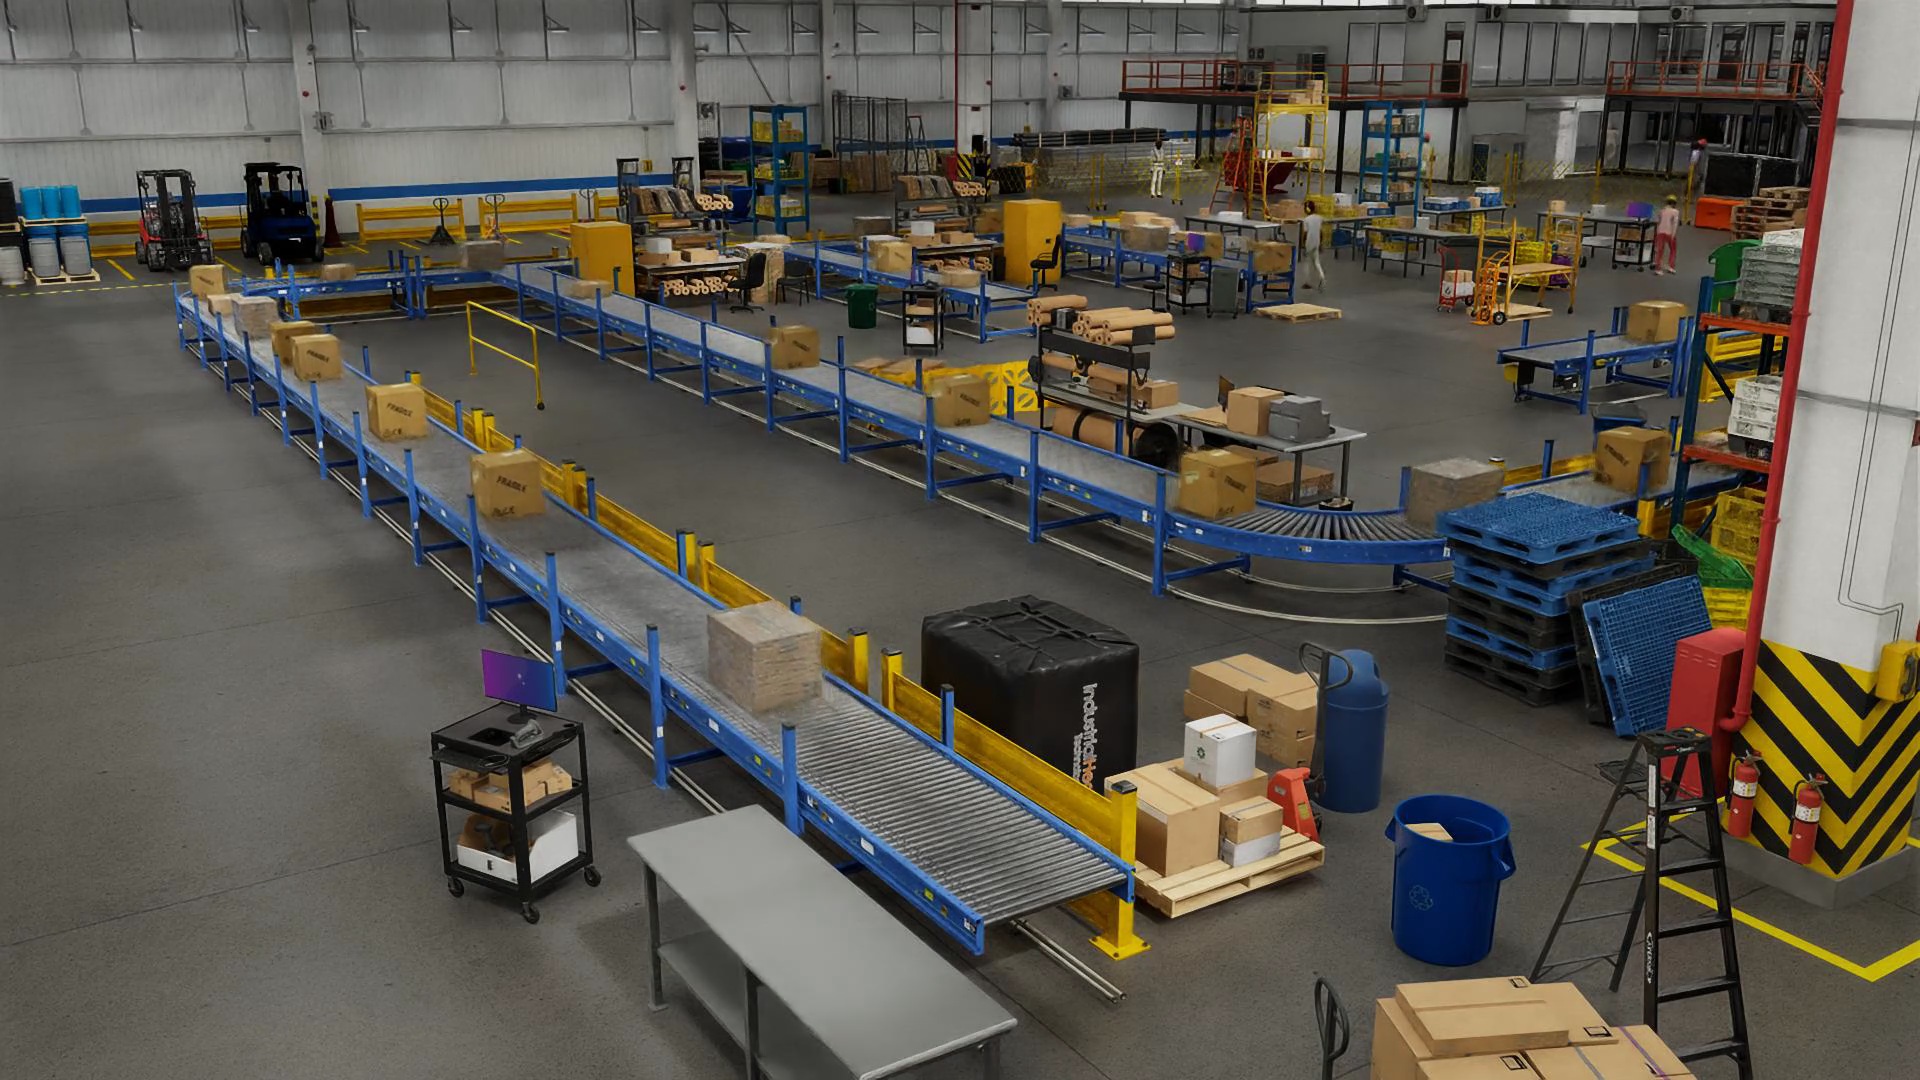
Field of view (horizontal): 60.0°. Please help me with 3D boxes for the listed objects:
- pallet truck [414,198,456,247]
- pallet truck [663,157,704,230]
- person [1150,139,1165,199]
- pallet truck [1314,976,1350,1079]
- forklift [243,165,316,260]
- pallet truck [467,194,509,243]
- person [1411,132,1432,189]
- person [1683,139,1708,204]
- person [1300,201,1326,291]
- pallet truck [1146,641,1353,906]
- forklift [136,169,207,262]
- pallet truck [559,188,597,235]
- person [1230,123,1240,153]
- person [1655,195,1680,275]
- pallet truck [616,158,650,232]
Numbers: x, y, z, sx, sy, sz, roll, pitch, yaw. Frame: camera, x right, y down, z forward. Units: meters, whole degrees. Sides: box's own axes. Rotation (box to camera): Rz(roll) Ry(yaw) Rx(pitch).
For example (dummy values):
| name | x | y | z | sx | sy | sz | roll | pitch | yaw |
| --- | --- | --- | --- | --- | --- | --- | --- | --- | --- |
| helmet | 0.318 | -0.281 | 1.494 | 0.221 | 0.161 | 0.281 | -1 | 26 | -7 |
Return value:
| name | x | y | z | sx | sy | sz | roll | pitch | yaw |
| --- | --- | --- | --- | --- | --- | --- | --- | --- | --- |
| pallet truck | -13.250 | -8.060 | 41.856 | 0.680 | 1.201 | 1.601 | -10 | 20 | -31 |
| pallet truck | -7.586 | -9.308 | 44.692 | 0.823 | 1.965 | 1.885 | -11 | 20 | -33 |
| person | 6.412 | -12.028 | 53.941 | 0.583 | 1.882 | 0.350 | -11 | 20 | -31 |
| pallet truck | 2.299 | 2.390 | 7.086 | 1.601 | 1.201 | 0.680 | -2 | 17 | -7 |
| forklift | -15.898 | -7.669 | 38.708 | 1.157 | 1.987 | 2.680 | -11 | 20 | -33 |
| pallet truck | -11.983 | -8.177 | 42.137 | 0.704 | 1.261 | 1.522 | -11 | 20 | -33 |
| person | 16.029 | -13.147 | 57.611 | 0.763 | 1.914 | 0.552 | 15 | 22 | 41 |
| person | 23.086 | -11.540 | 52.082 | 0.684 | 2.012 | 0.616 | 3 | 17 | 11 |
| person | 7.243 | -6.003 | 33.976 | 0.551 | 1.837 | 0.806 | -6 | 18 | -21 |
| pallet truck | 1.664 | 1.407 | 10.232 | 1.630 | 1.274 | 0.653 | -10 | 20 | -31 |
| forklift | -17.842 | -7.318 | 37.559 | 1.157 | 1.987 | 2.680 | -10 | 20 | -31 |
| pallet truck | -10.010 | -8.652 | 43.699 | 0.653 | 1.274 | 1.630 | -10 | 20 | -31 |
| person | 10.493 | -15.082 | 64.051 | 0.616 | 1.911 | 0.592 | 8 | 19 | 26 |
| person | 15.440 | -6.671 | 36.392 | 0.700 | 1.715 | 0.523 | -13 | 21 | -37 |
| pallet truck | -8.918 | -9.176 | 44.255 | 0.823 | 1.965 | 1.885 | -9 | 19 | -27 |
